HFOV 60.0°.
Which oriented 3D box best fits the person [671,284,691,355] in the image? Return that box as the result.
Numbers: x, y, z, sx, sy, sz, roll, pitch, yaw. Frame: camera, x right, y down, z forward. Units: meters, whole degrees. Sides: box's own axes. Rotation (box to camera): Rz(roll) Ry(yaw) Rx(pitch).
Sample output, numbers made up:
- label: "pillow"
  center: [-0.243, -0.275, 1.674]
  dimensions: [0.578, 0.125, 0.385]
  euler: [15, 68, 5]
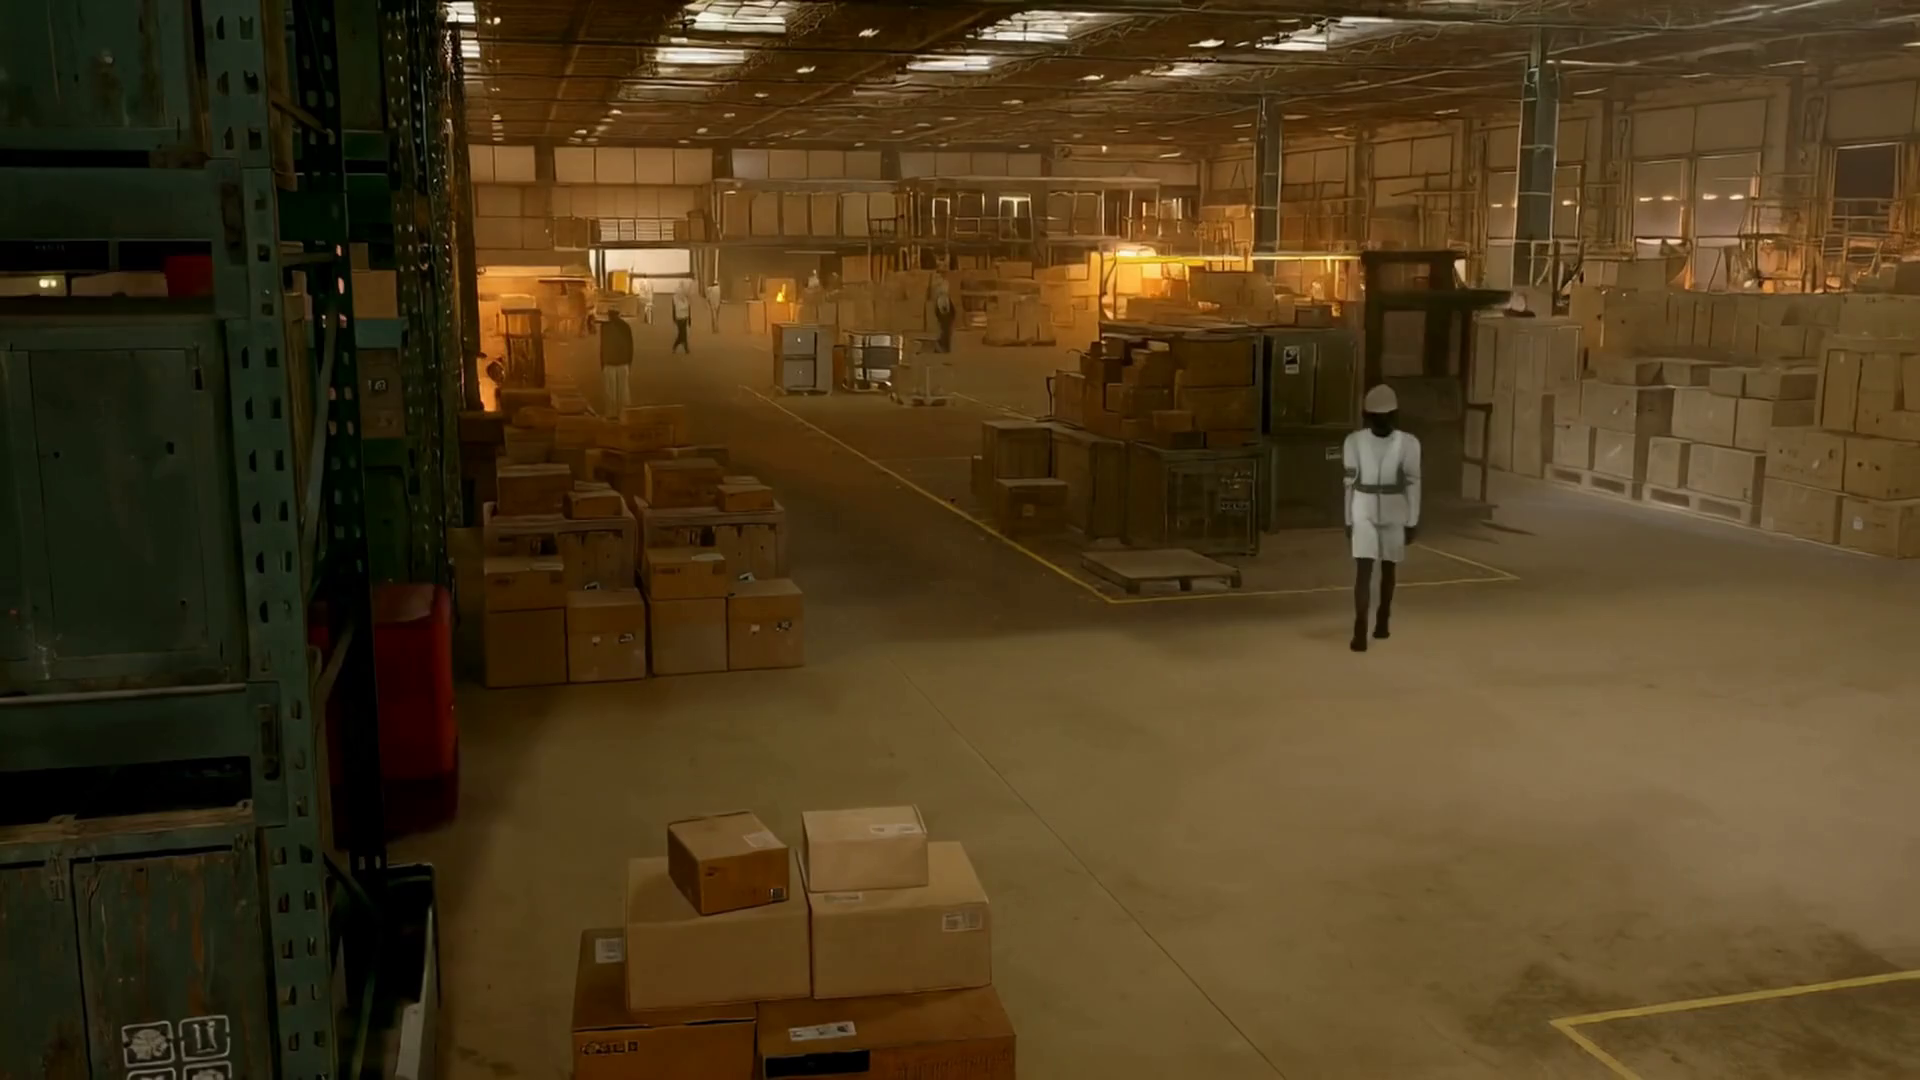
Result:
- label: "person"
  center: [-7.456, -5.870, 44.305]
  dimensions: [0.882, 1.887, 0.631]
  euler: [7, 12, 35]

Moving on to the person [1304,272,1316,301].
- label: "person"
  center: [13.011, -9.075, 62.309]
  dimensions: [0.859, 1.904, 0.577]
  euler: [6, 12, 31]

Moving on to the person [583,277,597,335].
- label: "person"
  center: [-12.117, -7.640, 54.264]
  dimensions: [0.565, 1.896, 0.978]
  euler: [-5, 11, -28]

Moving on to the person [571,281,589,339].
- label: "person"
  center: [-11.796, -7.127, 51.562]
  dimensions: [0.603, 1.807, 0.711]
  euler: [6, 11, 29]

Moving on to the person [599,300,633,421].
- label: "person"
  center: [-5.654, -2.925, 27.246]
  dimensions: [0.619, 1.990, 0.395]
  euler: [5, 11, 26]

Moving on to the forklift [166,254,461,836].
- label: "forklift"
  center: [-3.494, 0.010, 8.118]
  dimensions: [1.873, 2.768, 1.129]
  euler: [-3, 10, -15]

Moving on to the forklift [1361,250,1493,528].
- label: "forklift"
  center: [4.662, -1.648, 17.507]
  dimensions: [1.129, 2.768, 1.873]
  euler: [-3, 10, -15]

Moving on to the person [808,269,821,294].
- label: "person"
  center: [-6.267, -10.669, 71.258]
  dimensions: [0.611, 1.935, 0.762]
  euler: [4, 11, 21]

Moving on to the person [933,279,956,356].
- label: "person"
  center: [-0.423, -5.827, 43.548]
  dimensions: [0.663, 2.000, 0.691]
  euler: [-2, 10, -11]

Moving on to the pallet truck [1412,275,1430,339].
- label: "pallet truck"
  center: [14.620, -7.324, 52.145]
  dimensions: [0.823, 1.965, 1.885]
  euler: [8, 13, 40]

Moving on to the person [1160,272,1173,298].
- label: "person"
  center: [7.887, -9.260, 63.389]
  dimensions: [0.381, 1.924, 0.761]
  euler: [9, 13, 40]

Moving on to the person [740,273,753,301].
- label: "person"
  center: [-8.925, -10.286, 69.623]
  dimensions: [0.527, 1.752, 0.520]
  euler: [-2, 10, -9]

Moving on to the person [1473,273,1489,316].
- label: "person"
  center: [20.006, -9.305, 63.805]
  dimensions: [0.625, 1.844, 0.429]
  euler: [-1, 10, -5]

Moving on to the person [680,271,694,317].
- label: "person"
  center: [-11.091, -9.958, 67.444]
  dimensions: [0.655, 1.858, 0.938]
  euler: [-6, 12, -30]

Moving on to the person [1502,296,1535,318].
- label: "person"
  center: [11.095, -3.915, 33.163]
  dimensions: [0.640, 1.880, 1.030]
  euler: [4, 11, 19]

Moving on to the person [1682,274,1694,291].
- label: "person"
  center: [26.143, -8.584, 59.628]
  dimensions: [0.604, 1.869, 1.012]
  euler: [-5, 11, -24]

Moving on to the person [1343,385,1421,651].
- label: "person"
  center: [2.999, -0.162, 11.898]
  dimensions: [0.562, 1.885, 0.984]
  euler: [3, 11, 18]

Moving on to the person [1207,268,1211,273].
- label: "person"
  center: [11.863, -12.063, 79.368]
  dimensions: [0.596, 1.851, 0.792]
  euler: [2, 10, 11]

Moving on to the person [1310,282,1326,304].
- label: "person"
  center: [11.905, -7.732, 55.338]
  dimensions: [0.533, 1.690, 0.321]
  euler: [4, 11, 24]

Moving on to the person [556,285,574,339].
- label: "person"
  center: [-12.311, -7.104, 51.805]
  dimensions: [0.554, 1.673, 0.568]
  euler: [-4, 11, -21]

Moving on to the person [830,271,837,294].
- label: "person"
  center: [-5.214, -10.002, 67.714]
  dimensions: [0.503, 1.859, 0.508]
  euler: [0, 10, -1]

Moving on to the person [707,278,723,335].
- label: "person"
  center: [-7.977, -7.602, 54.187]
  dimensions: [0.526, 1.841, 0.909]
  euler: [-1, 10, -3]

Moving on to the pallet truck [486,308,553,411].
- label: "pallet truck"
  center: [-6.242, -2.418, 24.362]
  dimensions: [0.823, 1.965, 1.885]
  euler: [1, 10, 3]

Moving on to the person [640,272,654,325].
- label: "person"
  center: [-11.497, -8.873, 61.088]
  dimensions: [0.545, 1.938, 0.361]
  euler: [-6, 12, -30]

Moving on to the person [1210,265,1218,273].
- label: "person"
  center: [12.470, -12.575, 82.042]
  dimensions: [0.602, 1.939, 0.401]
  euler: [-1, 10, -7]
